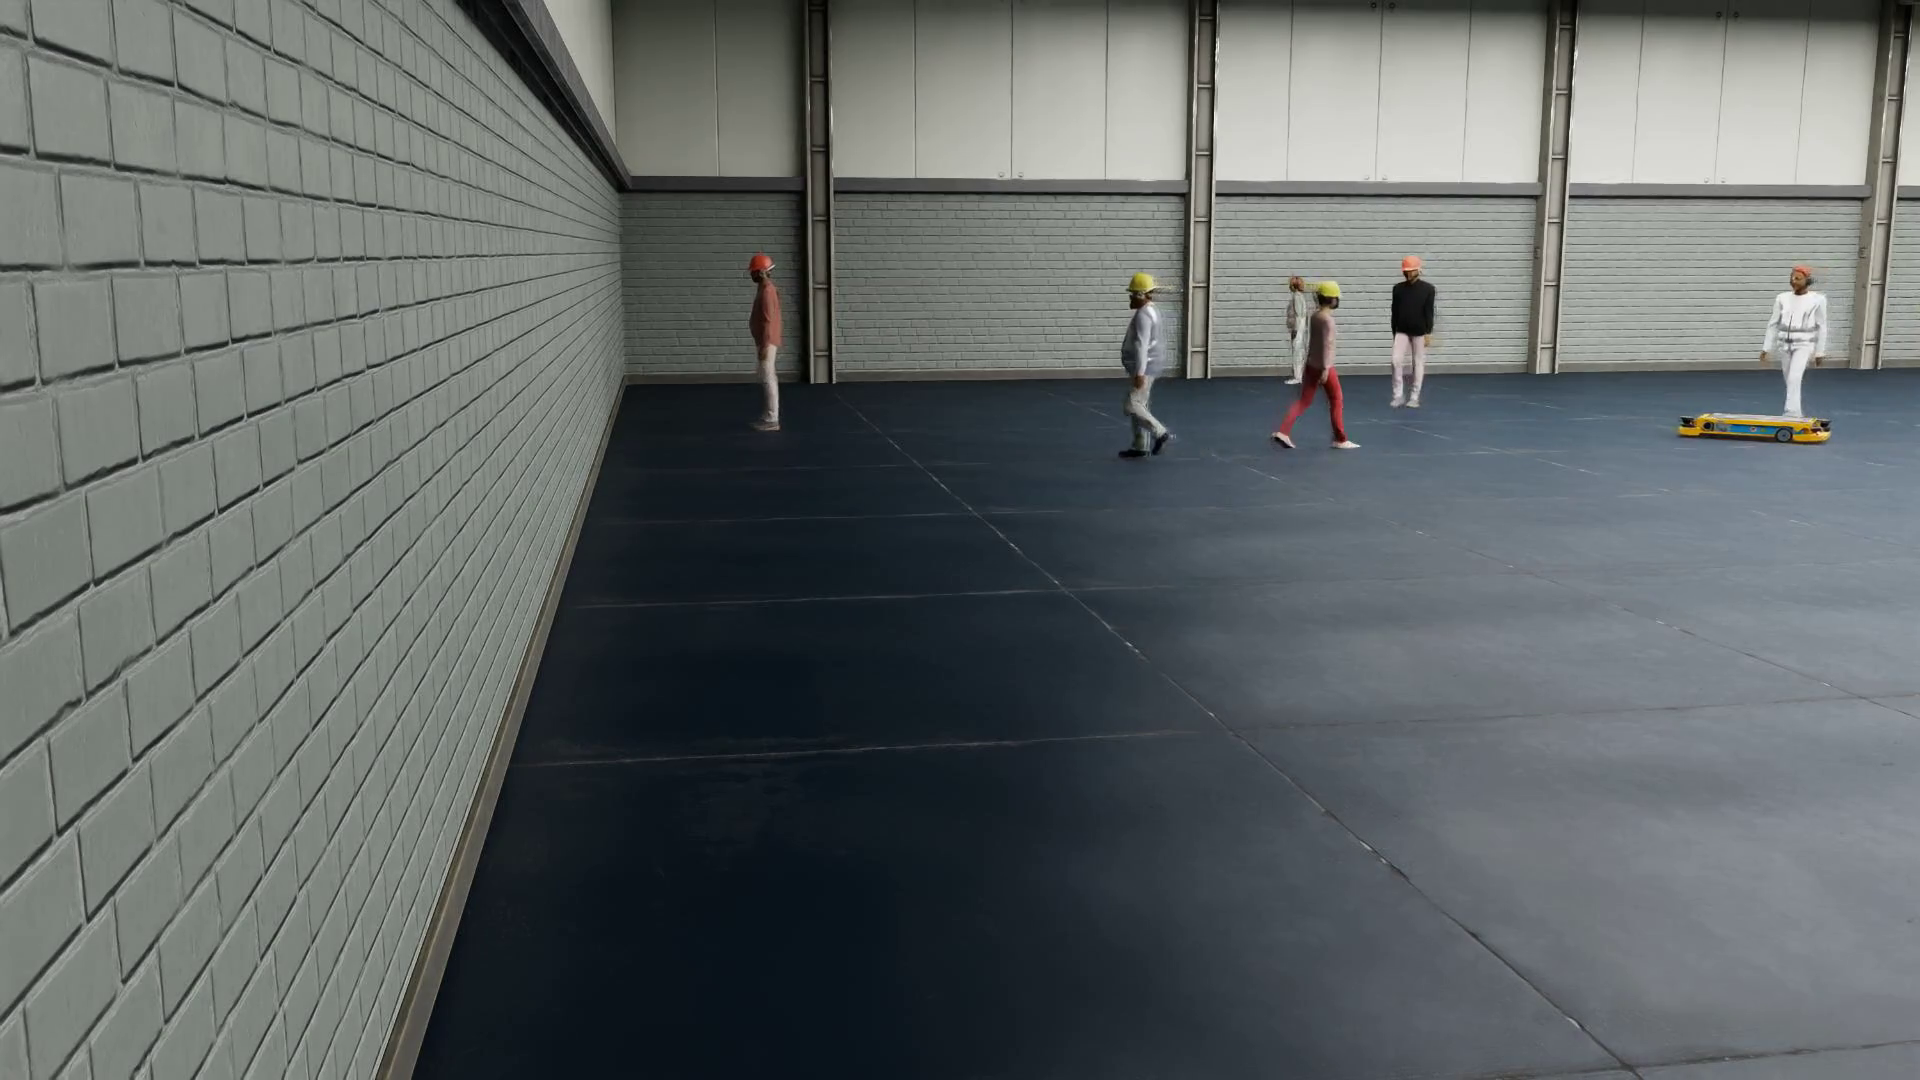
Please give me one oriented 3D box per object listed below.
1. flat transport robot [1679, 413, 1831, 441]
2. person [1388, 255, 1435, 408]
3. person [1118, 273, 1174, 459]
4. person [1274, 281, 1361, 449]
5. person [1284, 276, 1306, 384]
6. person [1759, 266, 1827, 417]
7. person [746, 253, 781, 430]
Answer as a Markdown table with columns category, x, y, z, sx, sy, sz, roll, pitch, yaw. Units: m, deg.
| category | x | y | z | sx | sy | sz | roll | pitch | yaw |
| --- | --- | --- | --- | --- | --- | --- | --- | --- | --- |
| flat transport robot | 8.610 | -1.230 | 18.011 | 1.431 | 0.197 | 0.652 | 6 | 12 | 31 |
| person | 5.803 | -2.674 | 21.432 | 0.612 | 1.965 | 0.634 | 7 | 12 | 33 |
| person | 1.791 | -1.667 | 16.078 | 0.470 | 1.812 | 0.609 | 3 | 10 | 15 |
| person | 3.647 | -1.779 | 16.985 | 0.871 | 1.731 | 0.527 | -2 | 10 | -12 |
| person | 5.120 | -3.190 | 25.364 | 0.306 | 1.640 | 0.522 | 2 | 10 | 11 |
| person | 9.252 | -2.116 | 18.572 | 0.859 | 1.850 | 0.584 | -6 | 11 | -30 |
| person | -2.222 | -2.240 | 18.873 | 0.394 | 1.992 | 0.617 | -1 | 10 | -3 |
